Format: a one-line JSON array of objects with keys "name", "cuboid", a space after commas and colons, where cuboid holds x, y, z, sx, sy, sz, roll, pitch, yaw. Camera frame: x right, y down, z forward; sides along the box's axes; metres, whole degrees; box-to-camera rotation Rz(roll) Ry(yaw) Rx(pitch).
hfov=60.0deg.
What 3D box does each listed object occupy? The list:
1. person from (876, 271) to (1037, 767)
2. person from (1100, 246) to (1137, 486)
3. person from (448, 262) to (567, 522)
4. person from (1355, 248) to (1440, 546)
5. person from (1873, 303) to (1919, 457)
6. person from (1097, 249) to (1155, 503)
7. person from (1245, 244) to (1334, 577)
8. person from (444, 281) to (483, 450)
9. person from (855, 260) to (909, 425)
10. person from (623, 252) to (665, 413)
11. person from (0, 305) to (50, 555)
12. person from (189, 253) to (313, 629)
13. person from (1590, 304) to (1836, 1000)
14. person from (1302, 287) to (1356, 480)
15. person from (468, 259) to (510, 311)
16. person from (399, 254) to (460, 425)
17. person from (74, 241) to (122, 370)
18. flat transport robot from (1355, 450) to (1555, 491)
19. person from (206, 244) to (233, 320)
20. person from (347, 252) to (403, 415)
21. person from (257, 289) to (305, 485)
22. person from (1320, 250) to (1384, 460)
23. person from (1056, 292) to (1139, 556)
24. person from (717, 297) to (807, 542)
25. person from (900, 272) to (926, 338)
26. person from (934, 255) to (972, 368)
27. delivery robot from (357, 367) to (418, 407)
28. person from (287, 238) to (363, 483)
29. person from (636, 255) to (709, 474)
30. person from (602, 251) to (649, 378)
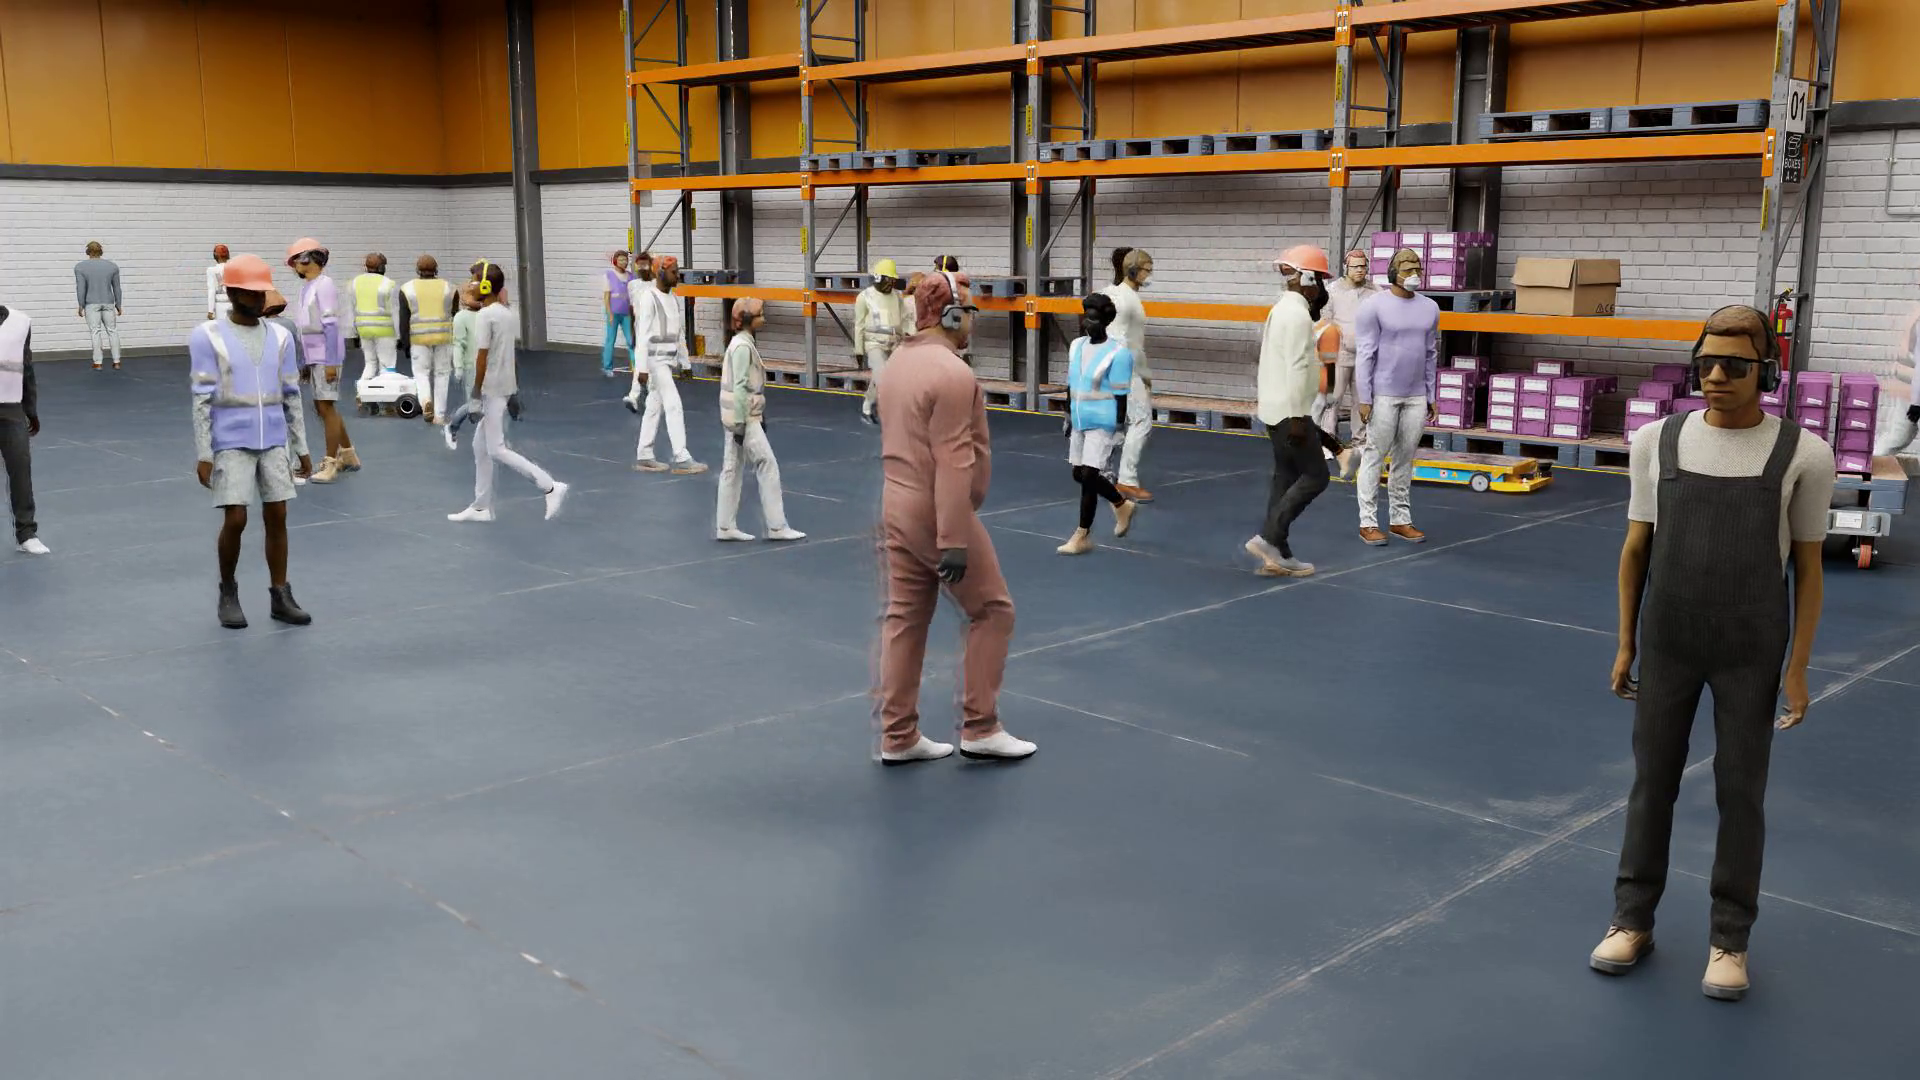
[{"name": "person", "cuboid": [-0.004, -0.070, 6.339, 0.719, 1.880, 0.687, -5, 12, -27]}, {"name": "person", "cuboid": [1.242, -1.383, 13.402, 0.494, 1.935, 0.627, -1, 10, -7]}, {"name": "person", "cuboid": [-3.207, -1.017, 11.654, 0.814, 1.843, 0.522, 0, 10, -1]}, {"name": "person", "cuboid": [2.876, -0.936, 10.930, 0.628, 1.940, 0.373, -4, 11, -23]}, {"name": "person", "cuboid": [6.954, -1.079, 12.126, 0.873, 1.794, 0.670, 4, 11, 20]}, {"name": "person", "cuboid": [1.287, -1.232, 12.598, 0.613, 1.911, 0.661, 1, 10, 6]}, {"name": "person", "cuboid": [1.981, -0.751, 9.829, 0.439, 1.969, 0.636, 0, 10, -1]}, {"name": "person", "cuboid": [-4.450, -1.562, 15.204, 0.528, 1.623, 0.506, 6, 12, 30]}, {"name": "person", "cuboid": [-0.834, -2.062, 17.550, 0.583, 1.778, 0.936, -9, 14, -42]}, {"name": "person", "cuboid": [-3.571, -2.344, 18.908, 0.535, 1.817, 1.006, 1, 10, 7]}, {"name": "person", "cuboid": [-6.242, -0.862, 10.680, 0.829, 1.901, 0.606, 9, 14, 41]}, {"name": "person", "cuboid": [-3.653, -0.505, 8.597, 0.384, 1.934, 0.571, 9, 14, 40]}, {"name": "person", "cuboid": [2.009, 0.300, 4.442, 0.506, 1.846, 0.349, 7, 13, 35]}, {"name": "person", "cuboid": [2.853, -1.204, 13.099, 0.683, 1.668, 0.529, -4, 11, -20]}, {"name": "person", "cuboid": [-6.279, -2.877, 22.159, 0.521, 1.710, 0.935, -8, 13, -39]}, {"name": "person", "cuboid": [-5.592, -2.104, 17.612, 0.631, 1.826, 0.604, -4, 11, -22]}, {"name": "person", "cuboid": [-12.998, -3.540, 25.129, 0.635, 1.937, 0.352, -10, 14, -43]}, {"name": "flat transport robot", "cuboid": [4.025, -0.580, 13.536, 1.431, 0.197, 0.652, 7, 13, 35]}, {"name": "person", "cuboid": [-10.922, -3.443, 24.745, 0.341, 1.882, 0.587, 7, 12, 32]}, {"name": "person", "cuboid": [-6.542, -2.311, 18.728, 0.643, 1.833, 0.439, 2, 11, 13]}, {"name": "person", "cuboid": [-5.471, -1.219, 13.304, 0.282, 1.633, 0.498, 2, 11, 13]}, {"name": "person", "cuboid": [3.523, -1.655, 14.992, 0.660, 1.895, 0.401, -3, 11, -14]}, {"name": "person", "cuboid": [0.920, -0.741, 10.563, 0.628, 1.670, 0.551, -7, 13, -35]}, {"name": "person", "cuboid": [-1.301, -0.779, 10.926, 0.699, 1.609, 0.546, -2, 11, -9]}, {"name": "person", "cuboid": [-0.468, -2.151, 18.404, 0.525, 1.605, 0.562, -4, 11, -21]}, {"name": "person", "cuboid": [-0.194, -1.714, 15.453, 0.946, 1.828, 0.560, 2, 11, 9]}, {"name": "delivery robot", "cuboid": [-6.346, -1.694, 18.578, 0.707, 0.478, 0.477, 0, 10, 0]}, {"name": "person", "cuboid": [-5.252, -1.488, 13.805, 0.525, 1.995, 0.743, -7, 13, -35]}, {"name": "person", "cuboid": [-2.441, -1.484, 14.152, 0.845, 1.845, 0.604, 2, 11, 12]}, {"name": "person", "cuboid": [-4.747, -3.154, 23.407, 0.591, 1.799, 0.972, -10, 14, -43]}]
